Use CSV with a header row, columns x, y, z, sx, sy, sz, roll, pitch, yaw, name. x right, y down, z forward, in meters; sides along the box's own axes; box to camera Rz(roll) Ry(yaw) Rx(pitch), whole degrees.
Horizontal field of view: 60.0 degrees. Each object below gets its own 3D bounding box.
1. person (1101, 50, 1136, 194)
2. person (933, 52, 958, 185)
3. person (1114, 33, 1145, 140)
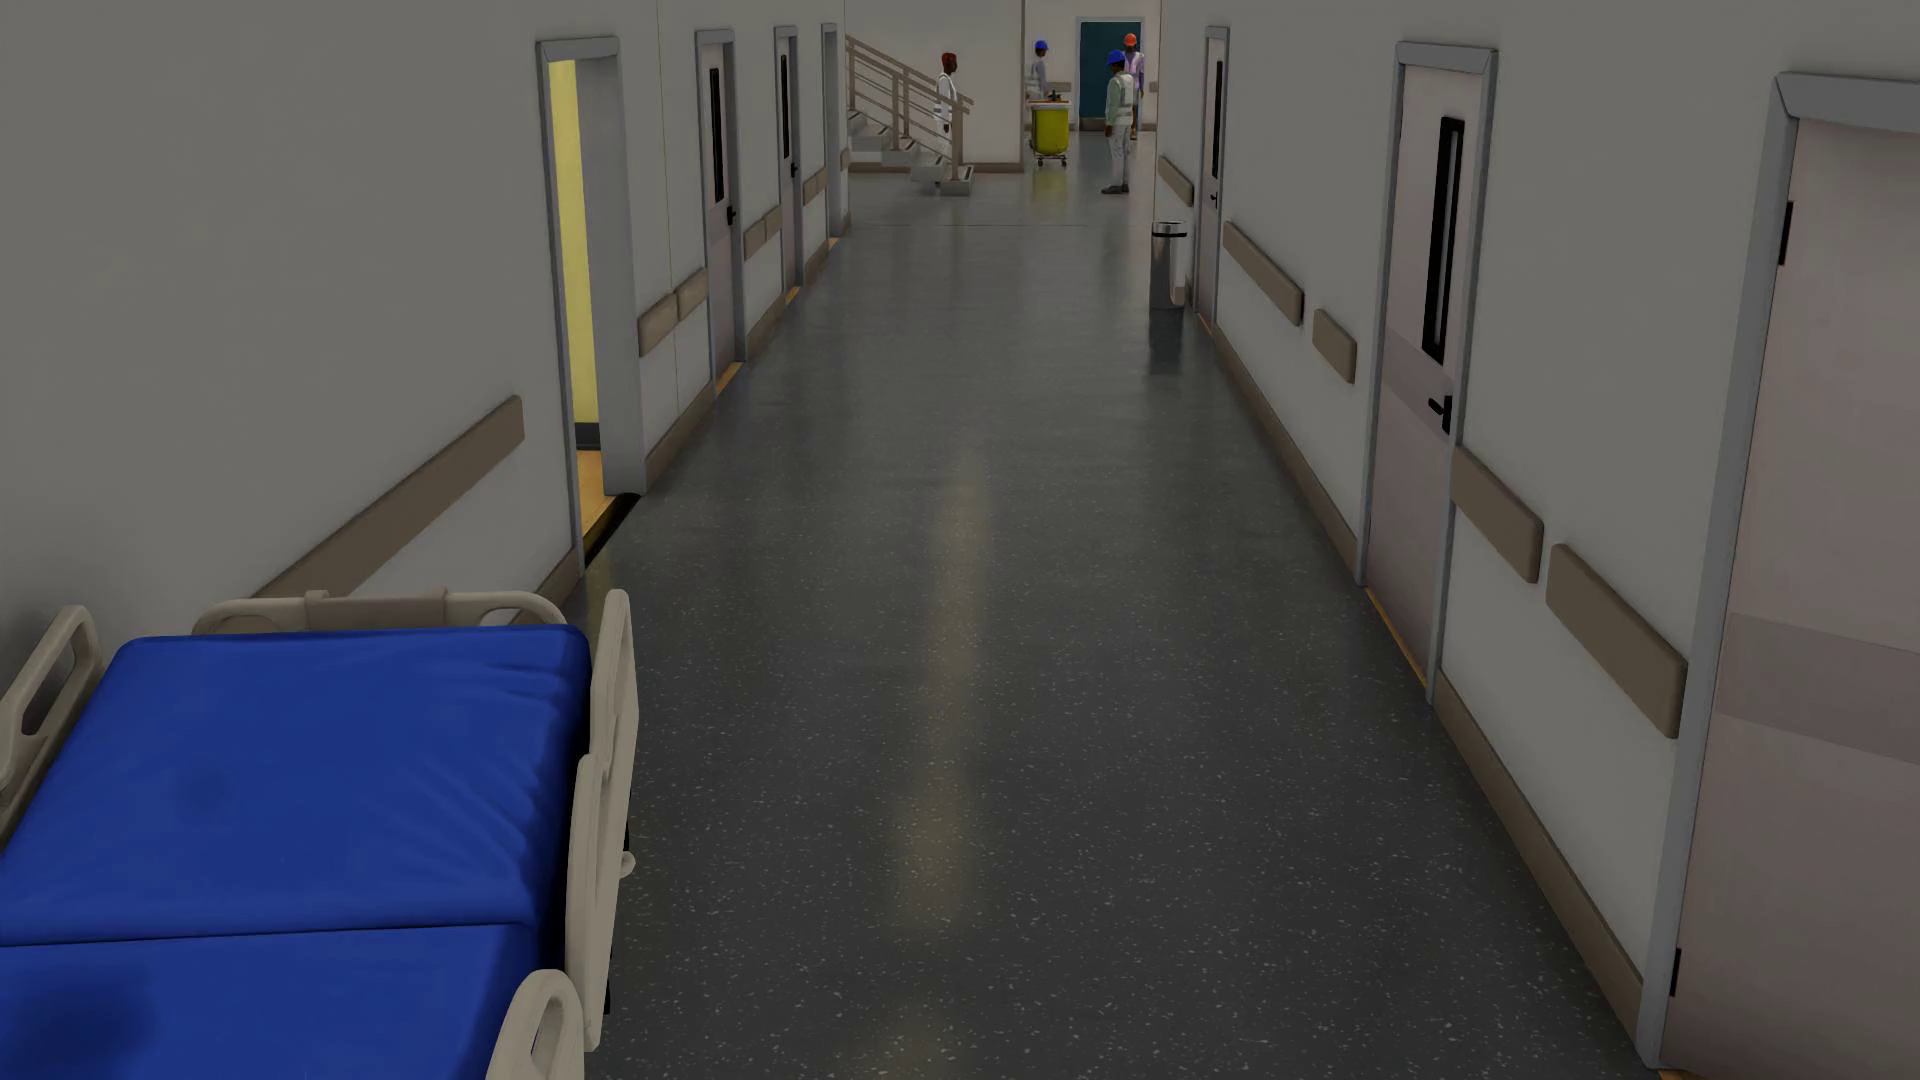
x,y,z,sx,sy,sz,roll,pitch,yaw,name
2.184,-5.766,22.981,0.402,1.938,0.604,10,20,29,person
-0.205,-6.130,24.241,0.362,1.873,0.576,0,18,1,person
3.303,-8.848,32.517,0.605,2.033,0.401,0,18,1,person
